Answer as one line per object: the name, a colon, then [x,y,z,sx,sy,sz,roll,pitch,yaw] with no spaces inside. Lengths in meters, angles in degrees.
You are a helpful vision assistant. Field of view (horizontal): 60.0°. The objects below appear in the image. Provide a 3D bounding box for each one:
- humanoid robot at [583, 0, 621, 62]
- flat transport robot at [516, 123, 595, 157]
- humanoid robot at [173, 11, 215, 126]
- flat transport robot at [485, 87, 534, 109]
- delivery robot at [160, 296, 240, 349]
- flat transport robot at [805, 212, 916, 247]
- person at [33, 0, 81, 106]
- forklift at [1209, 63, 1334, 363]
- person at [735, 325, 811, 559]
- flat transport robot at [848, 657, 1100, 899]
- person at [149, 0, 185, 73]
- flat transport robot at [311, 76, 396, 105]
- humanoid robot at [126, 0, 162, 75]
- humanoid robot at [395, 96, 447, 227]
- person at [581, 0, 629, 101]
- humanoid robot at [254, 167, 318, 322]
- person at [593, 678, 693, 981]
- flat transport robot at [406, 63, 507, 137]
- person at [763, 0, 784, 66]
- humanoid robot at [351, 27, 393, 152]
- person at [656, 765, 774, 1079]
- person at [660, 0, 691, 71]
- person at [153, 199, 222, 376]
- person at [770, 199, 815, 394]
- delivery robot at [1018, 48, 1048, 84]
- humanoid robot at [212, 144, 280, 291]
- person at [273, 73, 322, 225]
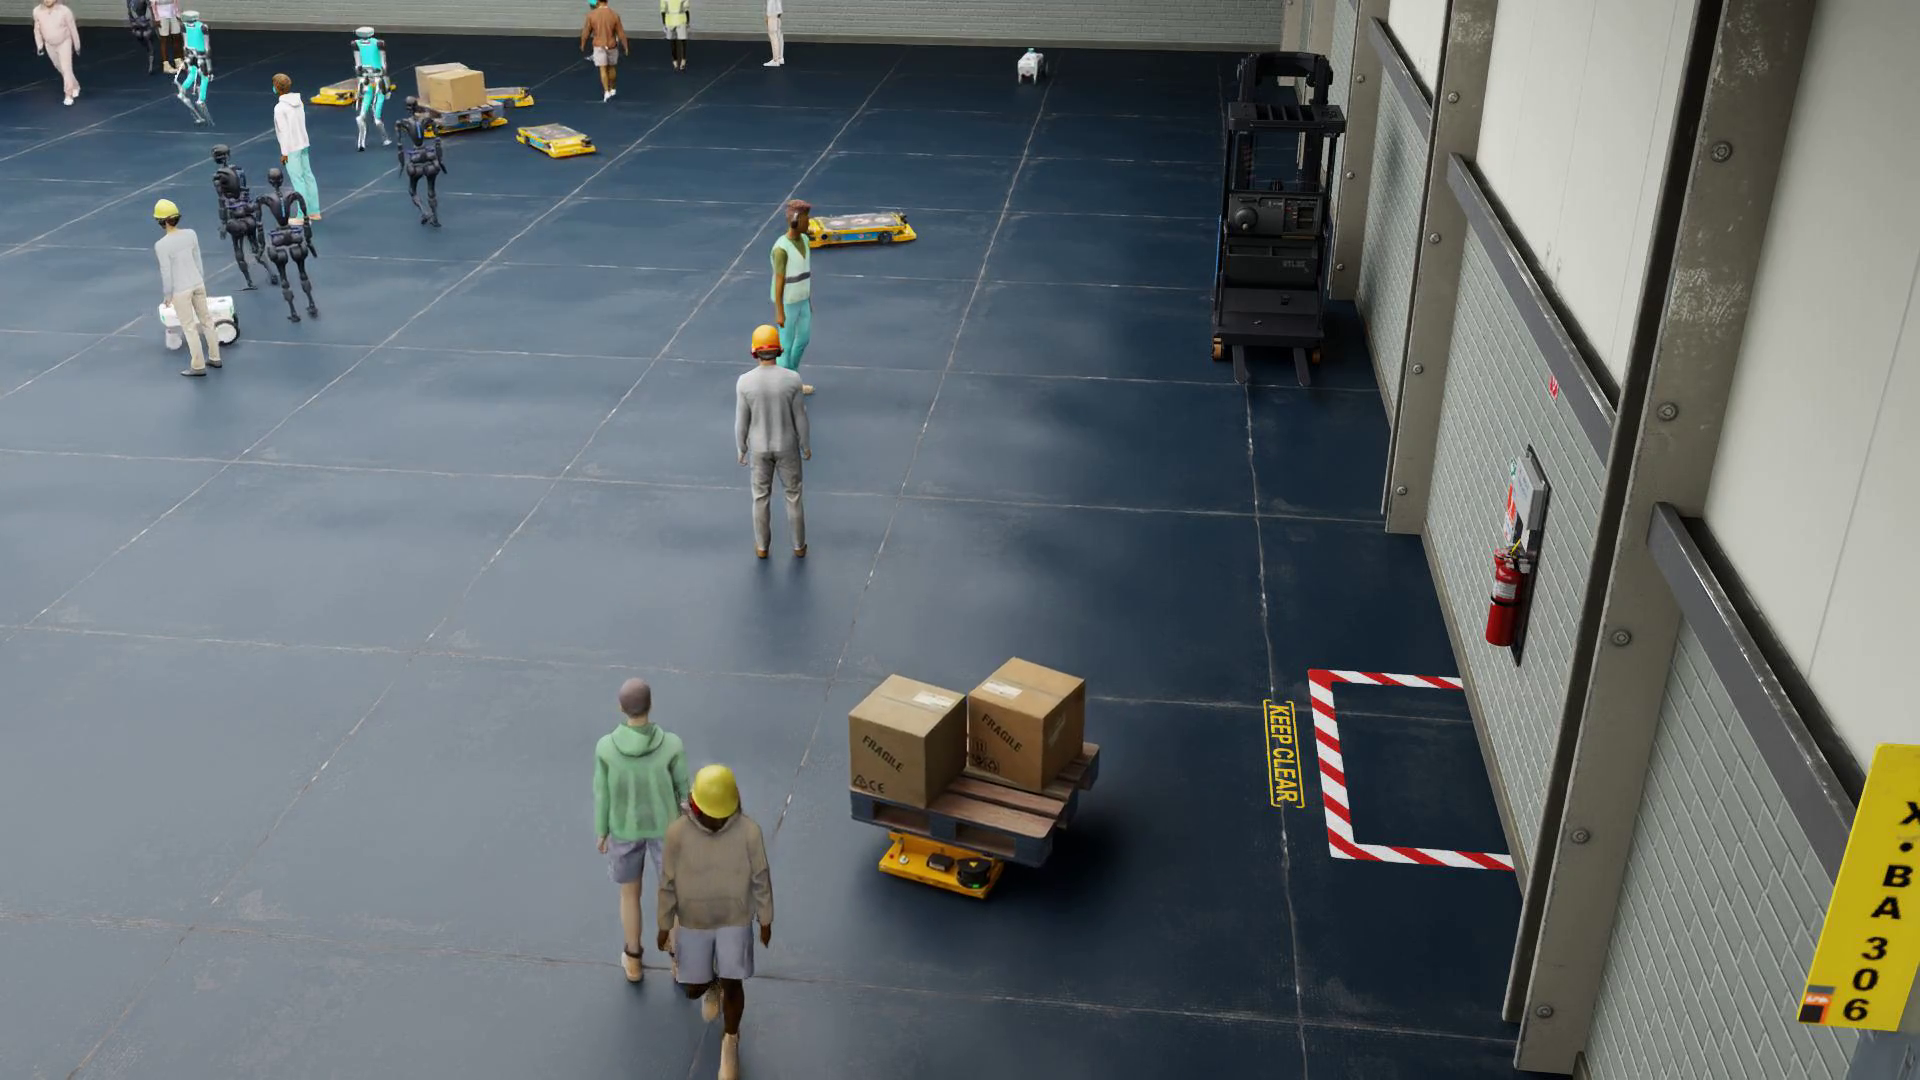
humanoid robot: [-6.623,-9.757,30.976,1.013,1.735,0.556,-16,31,-28]
flat transport robot: [-6.158,-6.078,25.272,0.659,0.231,1.431,-18,32,-32]
humanoid robot: [-12.135,-7.362,26.252,0.536,1.836,0.759,10,28,19]
flat transport robot: [-7.920,-7.397,27.906,1.431,0.231,0.659,-8,28,-16]
delivery robot: [-7.989,-2.334,17.477,0.791,0.592,0.499,-11,29,-21]
flat transport robot: [-1.318,-3.898,20.921,1.431,0.231,0.659,-6,27,-12]
person: [-15.172,-8.345,28.021,0.637,1.861,0.968,0,27,0]
forklift: [3.241,-3.477,17.183,1.129,2.768,1.873,3,27,6]
person: [-1.438,-0.742,12.819,0.574,1.889,0.387,-2,27,-4]
flat transport robot: [0.115,1.595,9.955,0.659,0.231,1.431,11,29,21]
person: [-14.402,-9.544,30.231,0.406,2.035,0.612,10,28,19]
flat transport robot: [-10.399,-7.708,28.527,0.659,0.231,1.431,9,28,17]
humanoid robot: [-14.770,-9.304,30.166,0.590,1.631,0.579,7,27,14]
humanoid robot: [-6.865,-4.819,21.184,0.616,1.640,0.355,-18,32,-31]
person: [-6.024,-8.390,28.159,0.783,1.817,0.905,-7,27,-14]
humanoid robot: [-7.277,-3.188,17.926,0.611,1.655,0.334,-18,32,-31]
person: [-1.596,1.499,8.521,0.516,1.726,0.328,-3,27,-7]
flat transport robot: [-7.977,-6.625,26.363,1.431,0.231,0.659,-24,35,-39]
person: [-3.448,-9.760,30.828,0.389,1.876,0.510,8,28,16]
humanoid robot: [-8.905,-6.680,24.938,0.543,1.844,0.860,5,27,9]
person: [-1.167,1.778,7.939,0.563,1.742,0.486,-2,27,-4]
person: [-5.202,-9.467,30.471,0.531,1.668,0.808,-4,27,-8]
person: [-7.668,-2.489,16.435,0.315,1.769,0.522,9,28,18]
person: [-1.599,-2.255,15.755,0.404,1.970,0.534,15,30,27]
delivery robot: [1.276,-8.514,29.802,0.499,0.581,0.767,6,27,12]
humanoid robot: [-8.132,-3.665,18.894,0.473,1.647,0.612,6,27,11]
person: [-8.512,-4.998,21.281,0.384,1.917,0.490,6,27,12]
